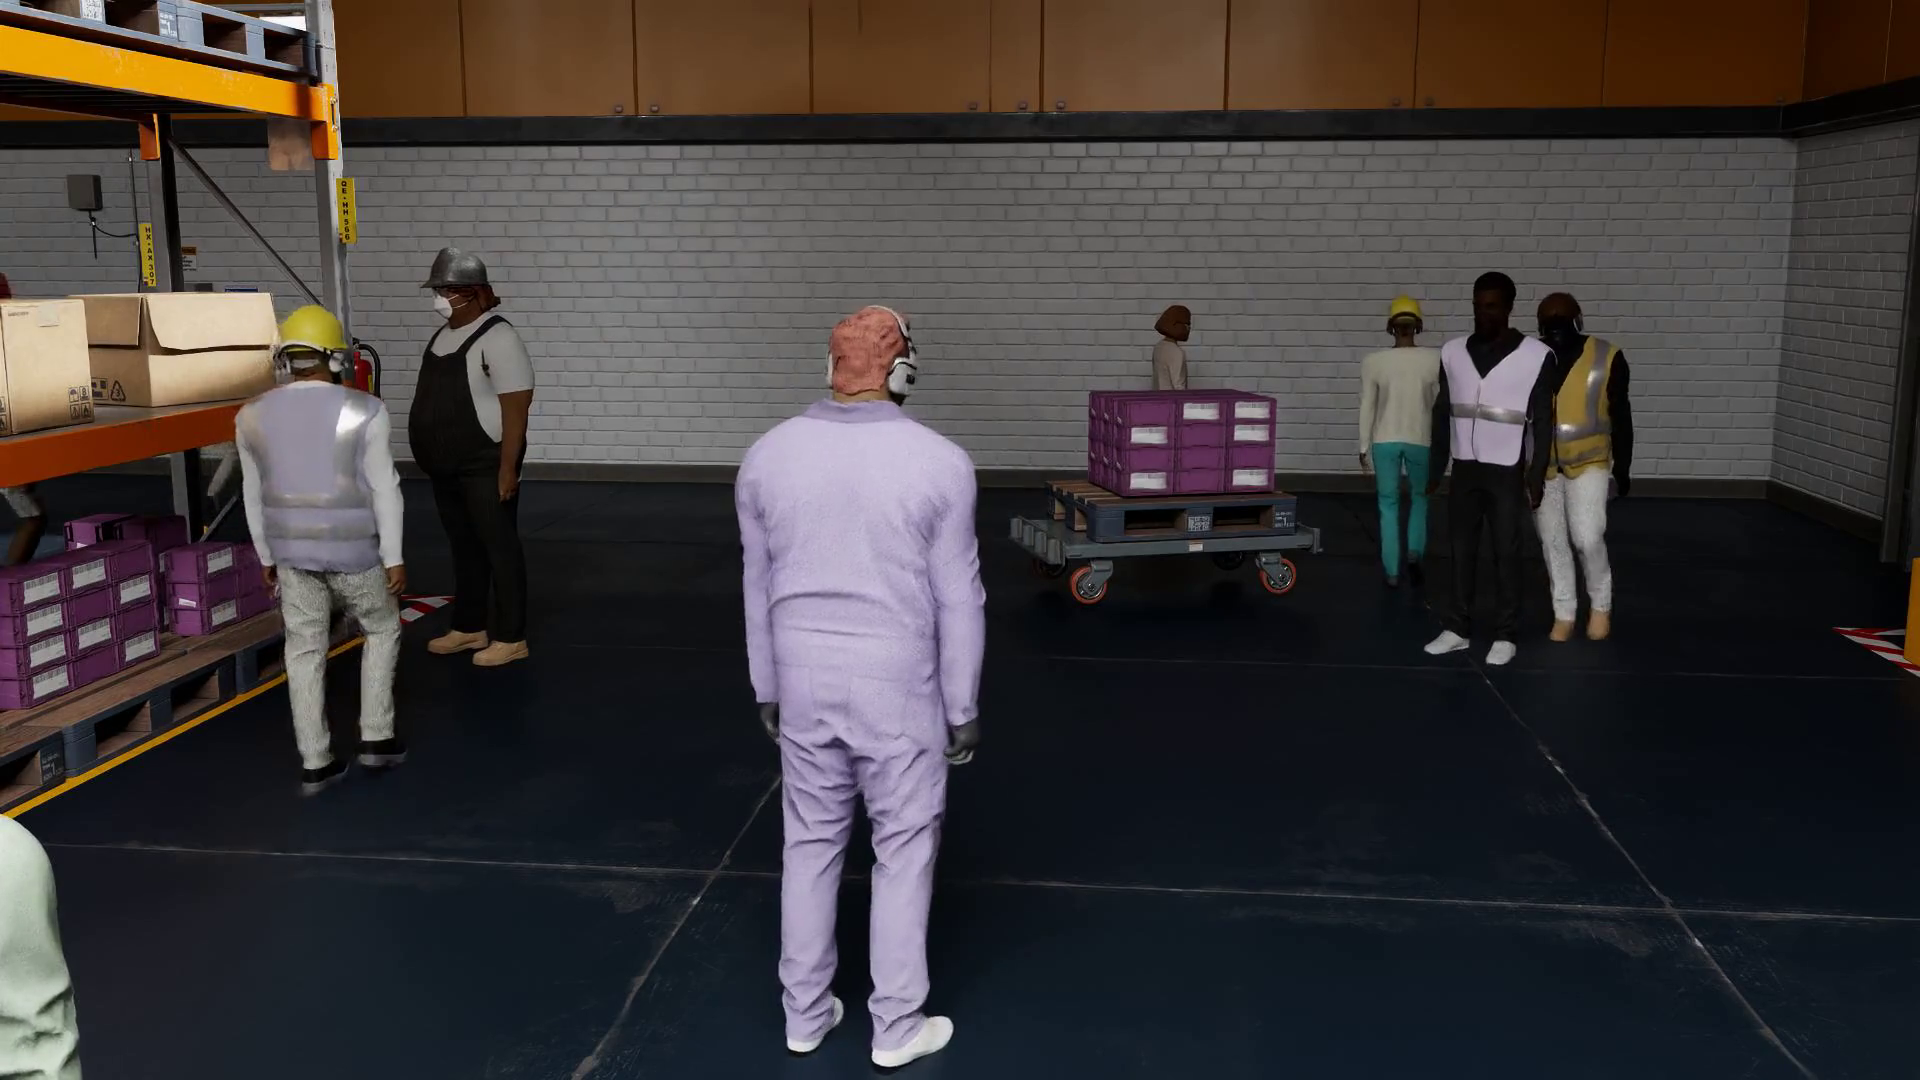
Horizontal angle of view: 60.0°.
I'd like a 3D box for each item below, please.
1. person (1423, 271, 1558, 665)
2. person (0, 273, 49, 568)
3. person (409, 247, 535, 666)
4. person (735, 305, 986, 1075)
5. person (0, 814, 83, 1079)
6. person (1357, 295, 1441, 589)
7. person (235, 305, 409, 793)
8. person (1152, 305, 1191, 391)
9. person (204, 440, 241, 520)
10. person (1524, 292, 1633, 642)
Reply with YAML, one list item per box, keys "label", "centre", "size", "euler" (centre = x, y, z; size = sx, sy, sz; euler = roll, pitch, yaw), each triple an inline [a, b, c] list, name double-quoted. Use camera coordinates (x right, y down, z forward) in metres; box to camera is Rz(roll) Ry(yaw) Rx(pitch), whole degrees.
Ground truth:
- label: "person"
  centre: [2.609, -0.355, 8.200]
  size: [0.597, 1.916, 0.372]
  euler: [9, 13, 42]
- label: "person"
  centre: [-5.042, -0.431, 8.651]
  size: [0.561, 1.911, 0.415]
  euler: [1, 10, 8]
- label: "person"
  centre: [-2.412, -0.404, 8.126]
  size: [0.684, 2.000, 0.535]
  euler: [9, 13, 42]
- label: "person"
  centre: [-0.242, 0.371, 4.143]
  size: [0.649, 1.890, 0.399]
  euler: [4, 11, 22]
- label: "person"
  centre: [-1.341, 0.862, 2.043]
  size: [0.507, 1.631, 0.266]
  euler: [-1, 10, -7]
- label: "person"
  centre: [2.634, -0.576, 9.910]
  size: [0.540, 1.749, 0.366]
  euler: [2, 10, 12]
- label: "person"
  centre: [-2.377, 0.022, 6.328]
  size: [0.623, 1.810, 0.613]
  euler: [0, 10, 2]
- label: "person"
  centre: [1.533, -0.892, 12.112]
  size: [0.291, 1.622, 0.513]
  euler: [-2, 10, -12]
- label: "person"
  centre: [-5.299, -0.902, 12.165]
  size: [0.529, 1.622, 0.464]
  euler: [3, 10, 14]
- label: "person"
  centre: [3.120, -0.369, 8.619]
  size: [0.658, 1.815, 0.440]
  euler: [7, 12, 33]
